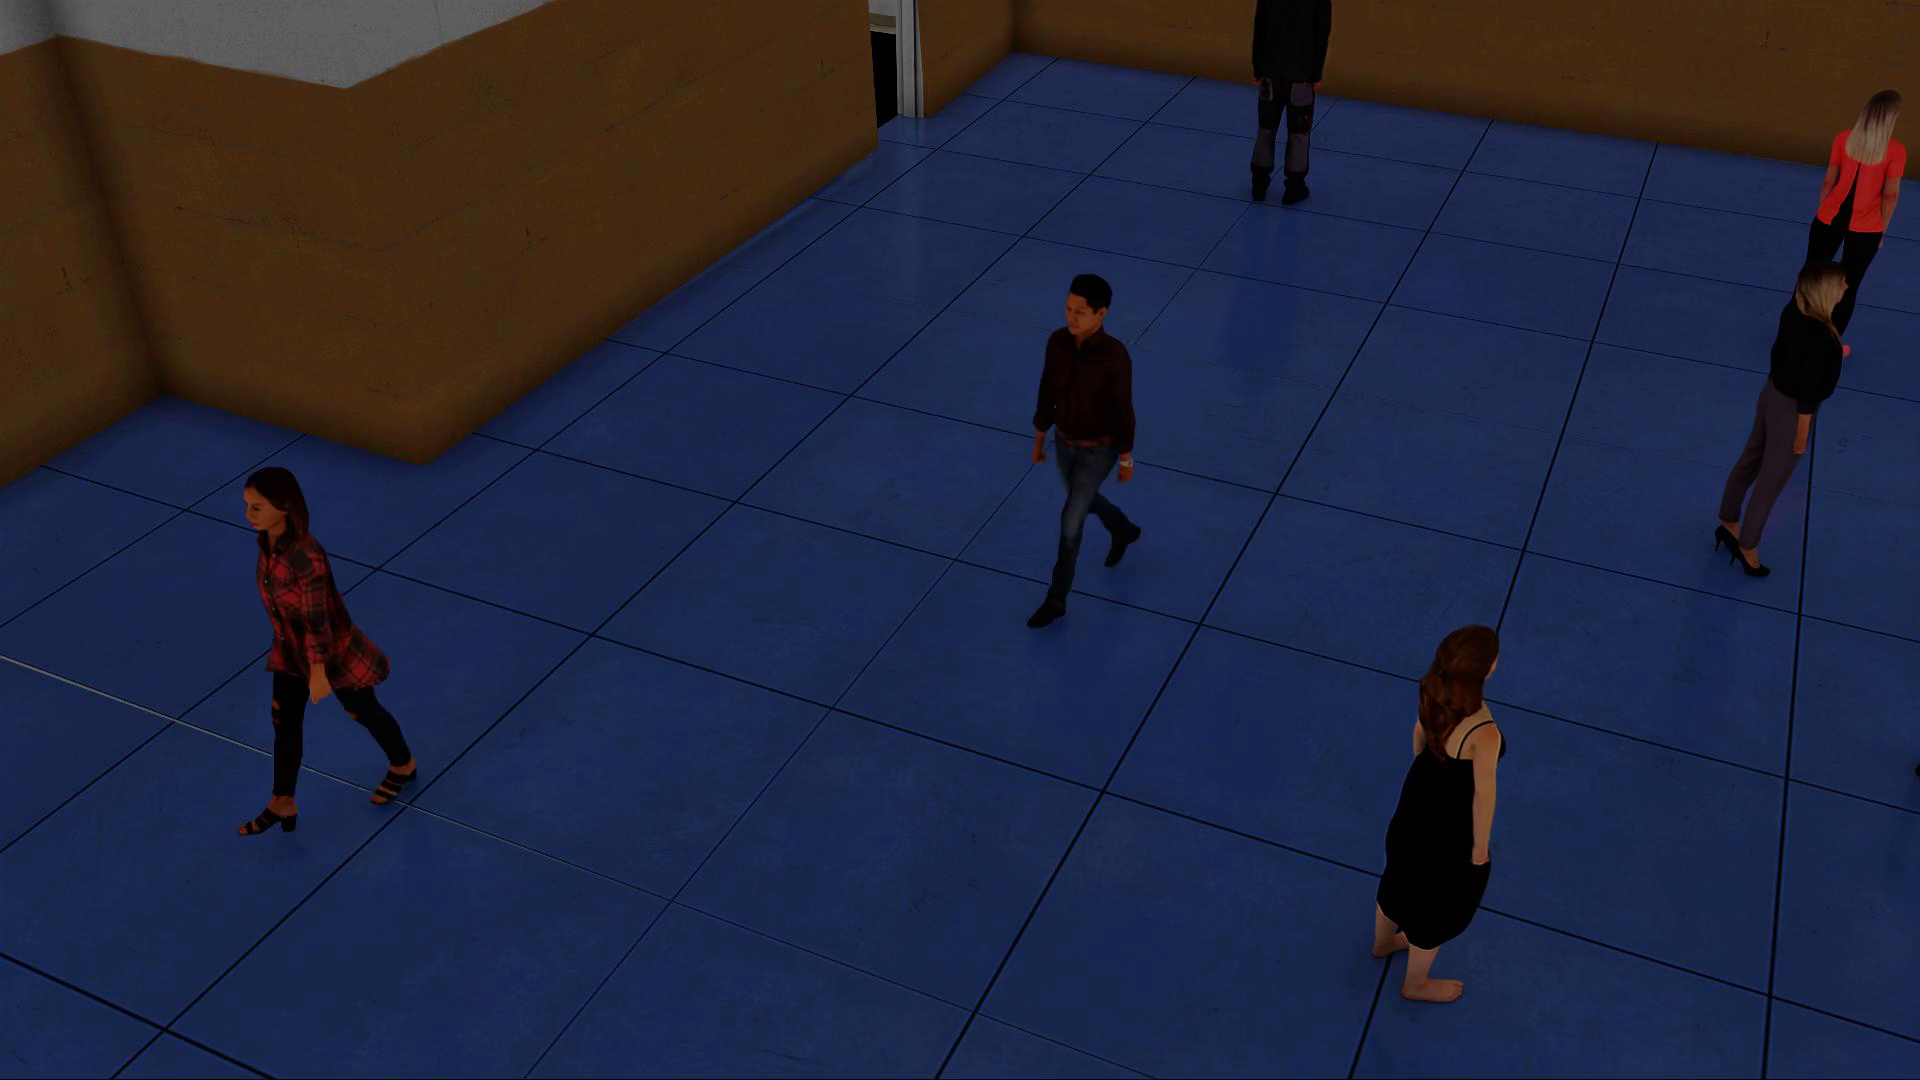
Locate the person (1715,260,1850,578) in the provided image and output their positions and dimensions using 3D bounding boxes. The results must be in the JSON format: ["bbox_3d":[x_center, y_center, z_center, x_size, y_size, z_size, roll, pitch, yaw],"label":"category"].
[{"bbox_3d":[4.039,-0.599,8.186,0.652,1.672,0.666,1,34,2],"label":"person"}]

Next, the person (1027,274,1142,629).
[{"bbox_3d":[0.652,-0.464,7.917,1.150,1.744,0.947,28,43,36],"label":"person"}]

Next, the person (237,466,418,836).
[{"bbox_3d":[-2.485,0.412,6.666,0.984,1.671,0.858,27,42,34],"label":"person"}]

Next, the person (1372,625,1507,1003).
[{"bbox_3d":[1.699,0.958,5.888,0.751,1.624,0.695,-10,35,-14],"label":"person"}]

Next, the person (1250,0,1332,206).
[{"bbox_3d":[2.406,-3.438,12.207,0.510,1.945,0.748,13,36,19],"label":"person"}]

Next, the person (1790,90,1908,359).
[{"bbox_3d":[5.406,-1.908,10.133,0.722,1.694,0.593,-27,42,-34],"label":"person"}]
